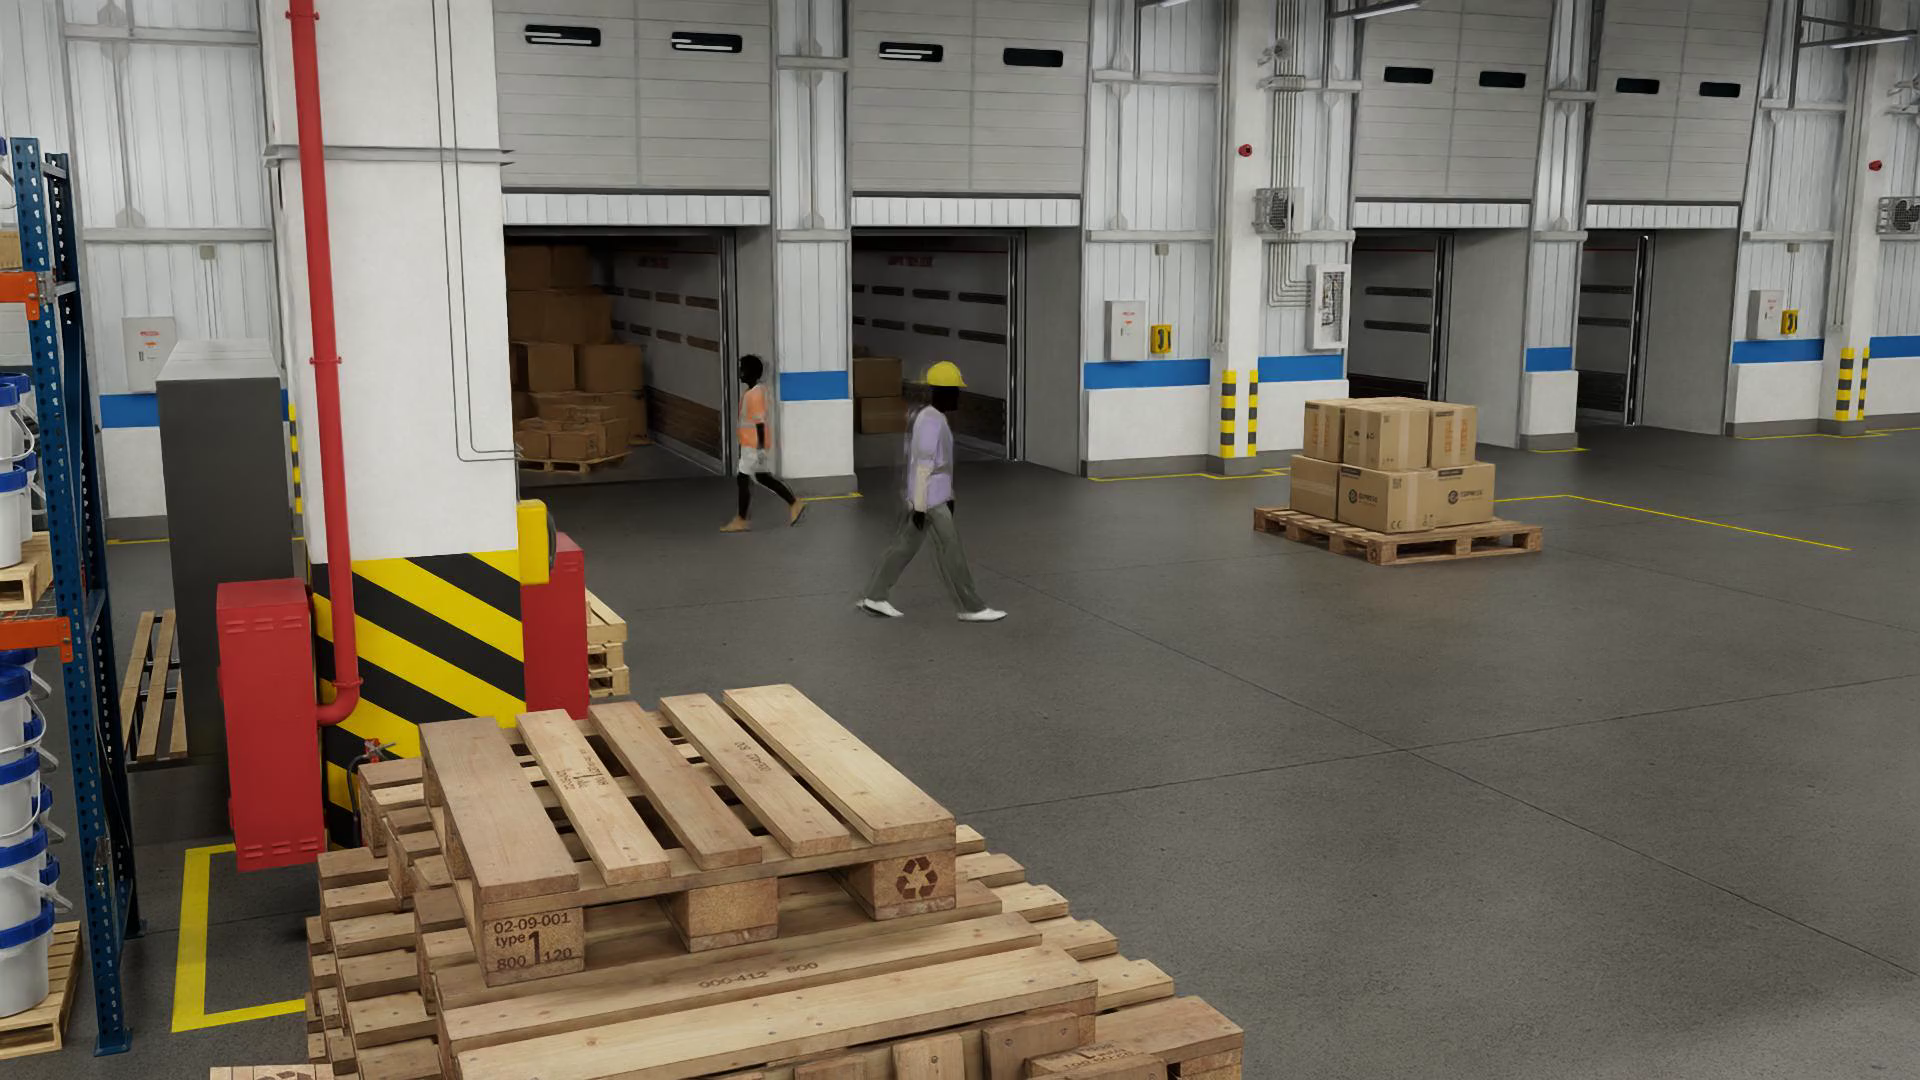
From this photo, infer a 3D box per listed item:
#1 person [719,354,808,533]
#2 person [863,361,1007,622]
[{"bbox_3d":[-1.836,-0.901,15.504,0.799,1.670,0.537,-2,11,-12],"label":"person"},{"bbox_3d":[-0.221,-0.336,11.837,1.026,1.876,0.607,0,10,-1],"label":"person"}]
